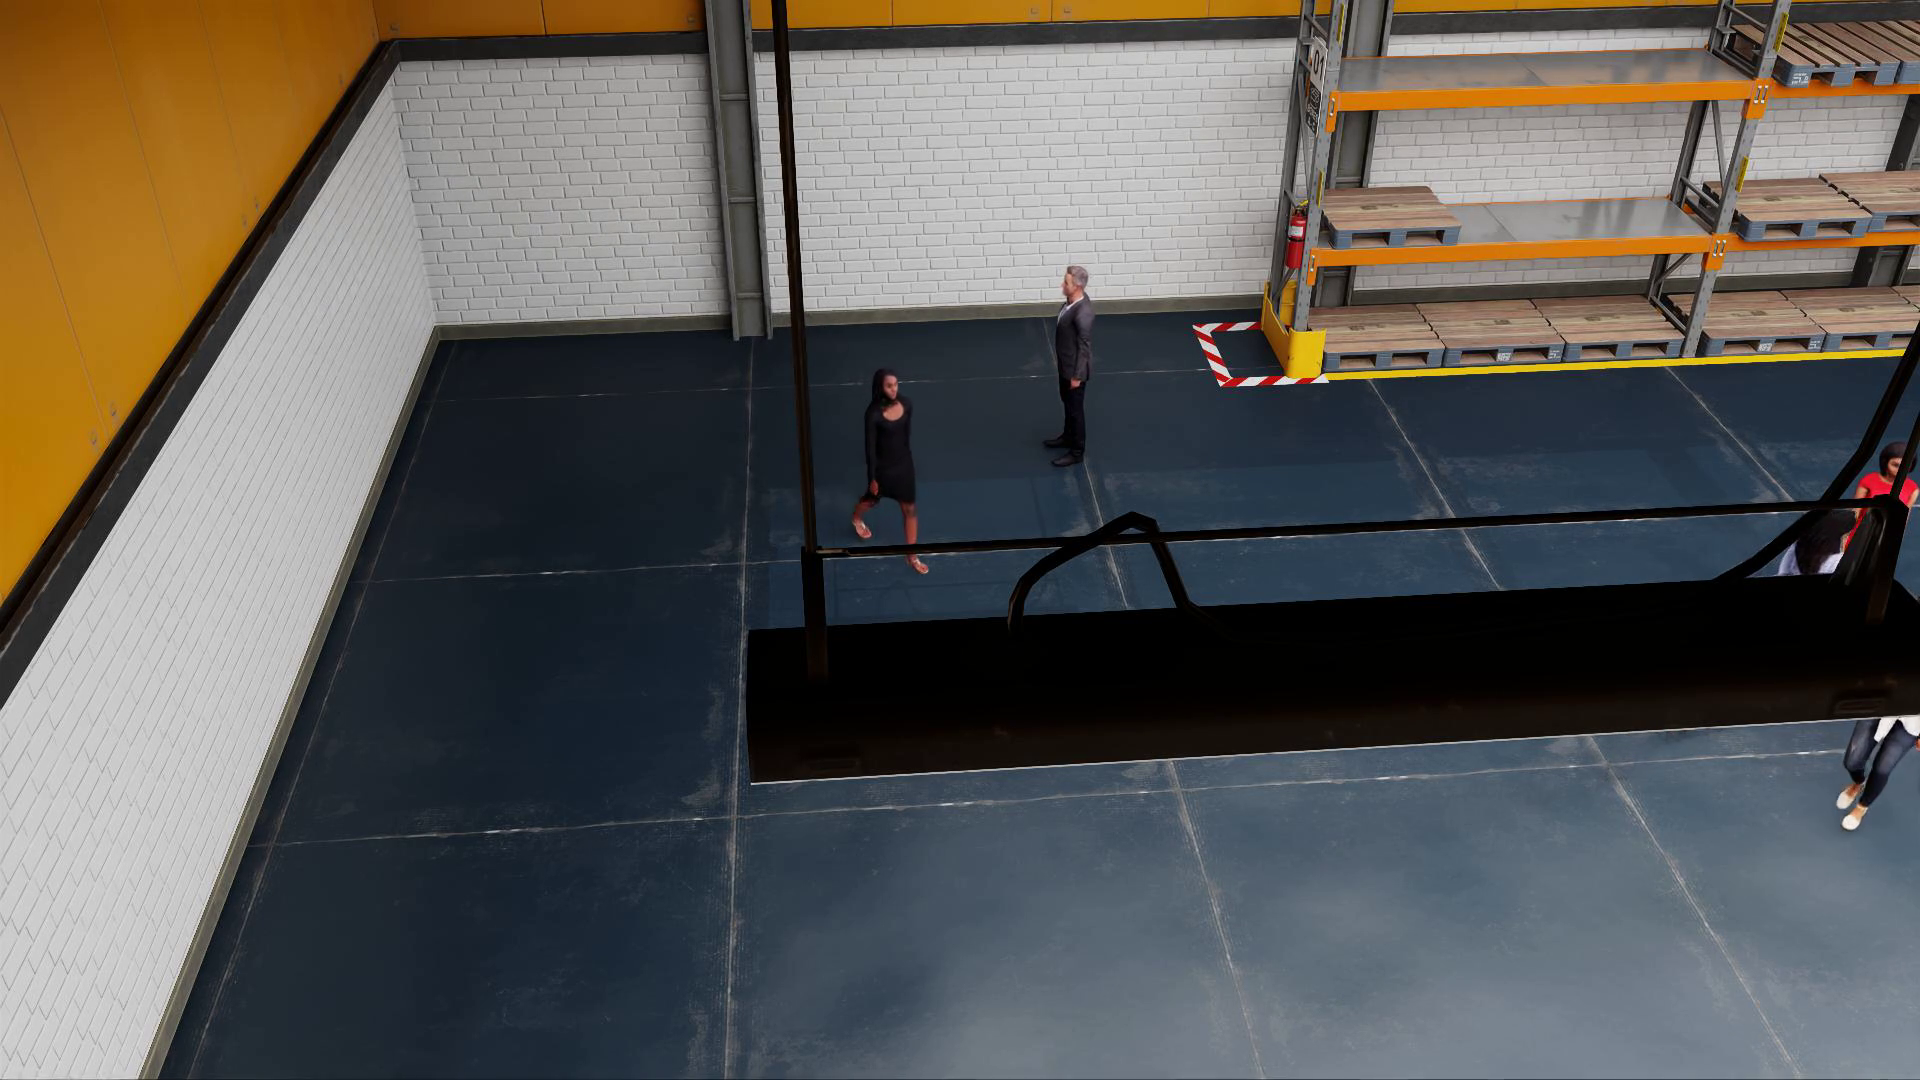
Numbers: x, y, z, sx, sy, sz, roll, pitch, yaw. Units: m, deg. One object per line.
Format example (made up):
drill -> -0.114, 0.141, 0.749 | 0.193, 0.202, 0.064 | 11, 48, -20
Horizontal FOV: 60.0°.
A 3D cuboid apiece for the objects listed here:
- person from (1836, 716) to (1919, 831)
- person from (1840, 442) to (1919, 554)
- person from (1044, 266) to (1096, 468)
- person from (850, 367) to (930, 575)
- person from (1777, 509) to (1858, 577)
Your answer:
person -> 5.979, 1.089, 10.594 | 0.800, 1.774, 0.748 | -29, 43, -36
person -> 6.648, 0.046, 12.191 | 0.528, 1.743, 0.687 | 6, 34, 8
person -> 0.981, -1.542, 14.491 | 0.606, 1.842, 0.718 | -5, 34, -7
person -> -0.623, -0.596, 13.214 | 1.192, 1.679, 1.117 | -24, 40, -31
person -> 5.737, 0.523, 11.492 | 0.788, 1.723, 0.738 | -13, 36, -18
